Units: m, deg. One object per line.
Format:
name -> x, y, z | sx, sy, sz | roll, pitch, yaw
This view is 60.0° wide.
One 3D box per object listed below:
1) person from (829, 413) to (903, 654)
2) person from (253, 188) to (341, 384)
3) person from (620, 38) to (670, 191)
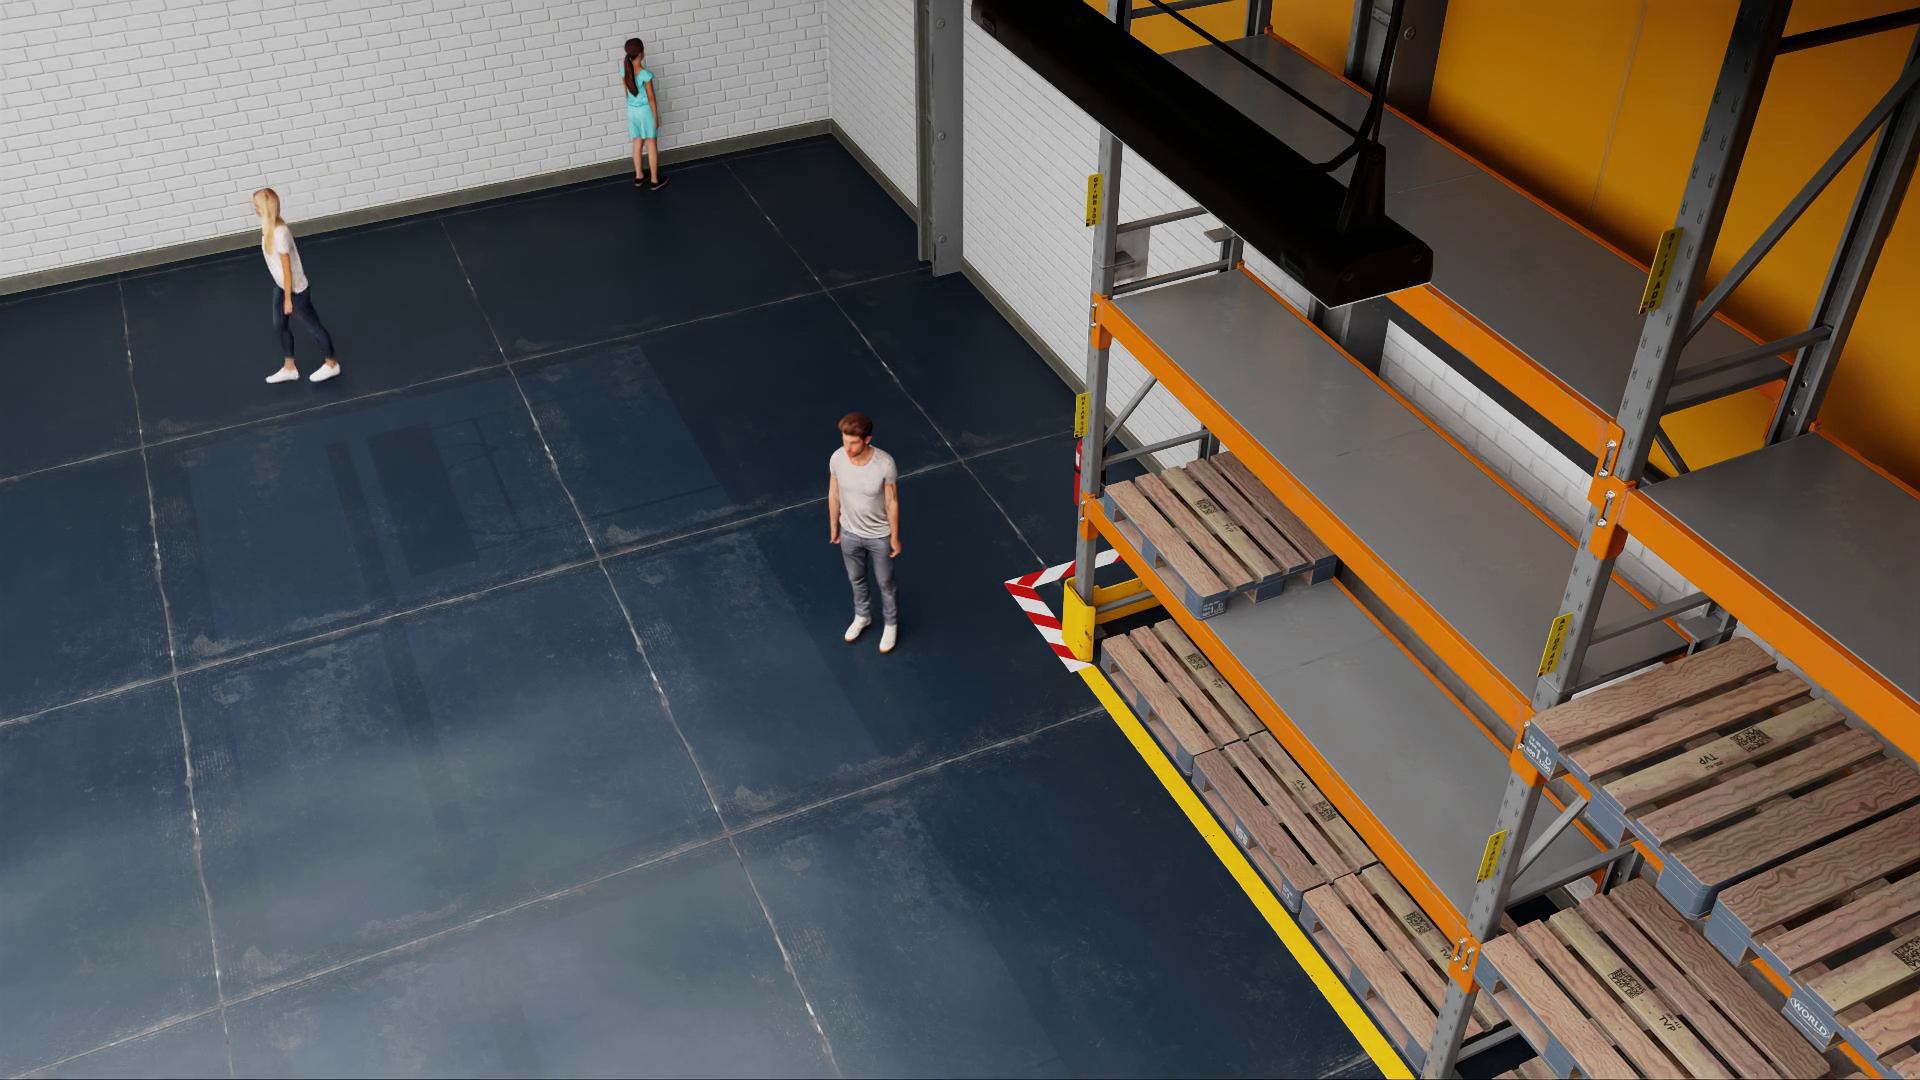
person -> -0.623, -0.083, 11.258 | 0.758, 1.886, 0.808 | 11, 40, 13
person -> -5.481, -2.125, 13.888 | 0.780, 1.795, 0.818 | -24, 45, -27
person -> -3.222, -4.316, 16.820 | 0.618, 1.558, 0.695 | 18, 42, 21
